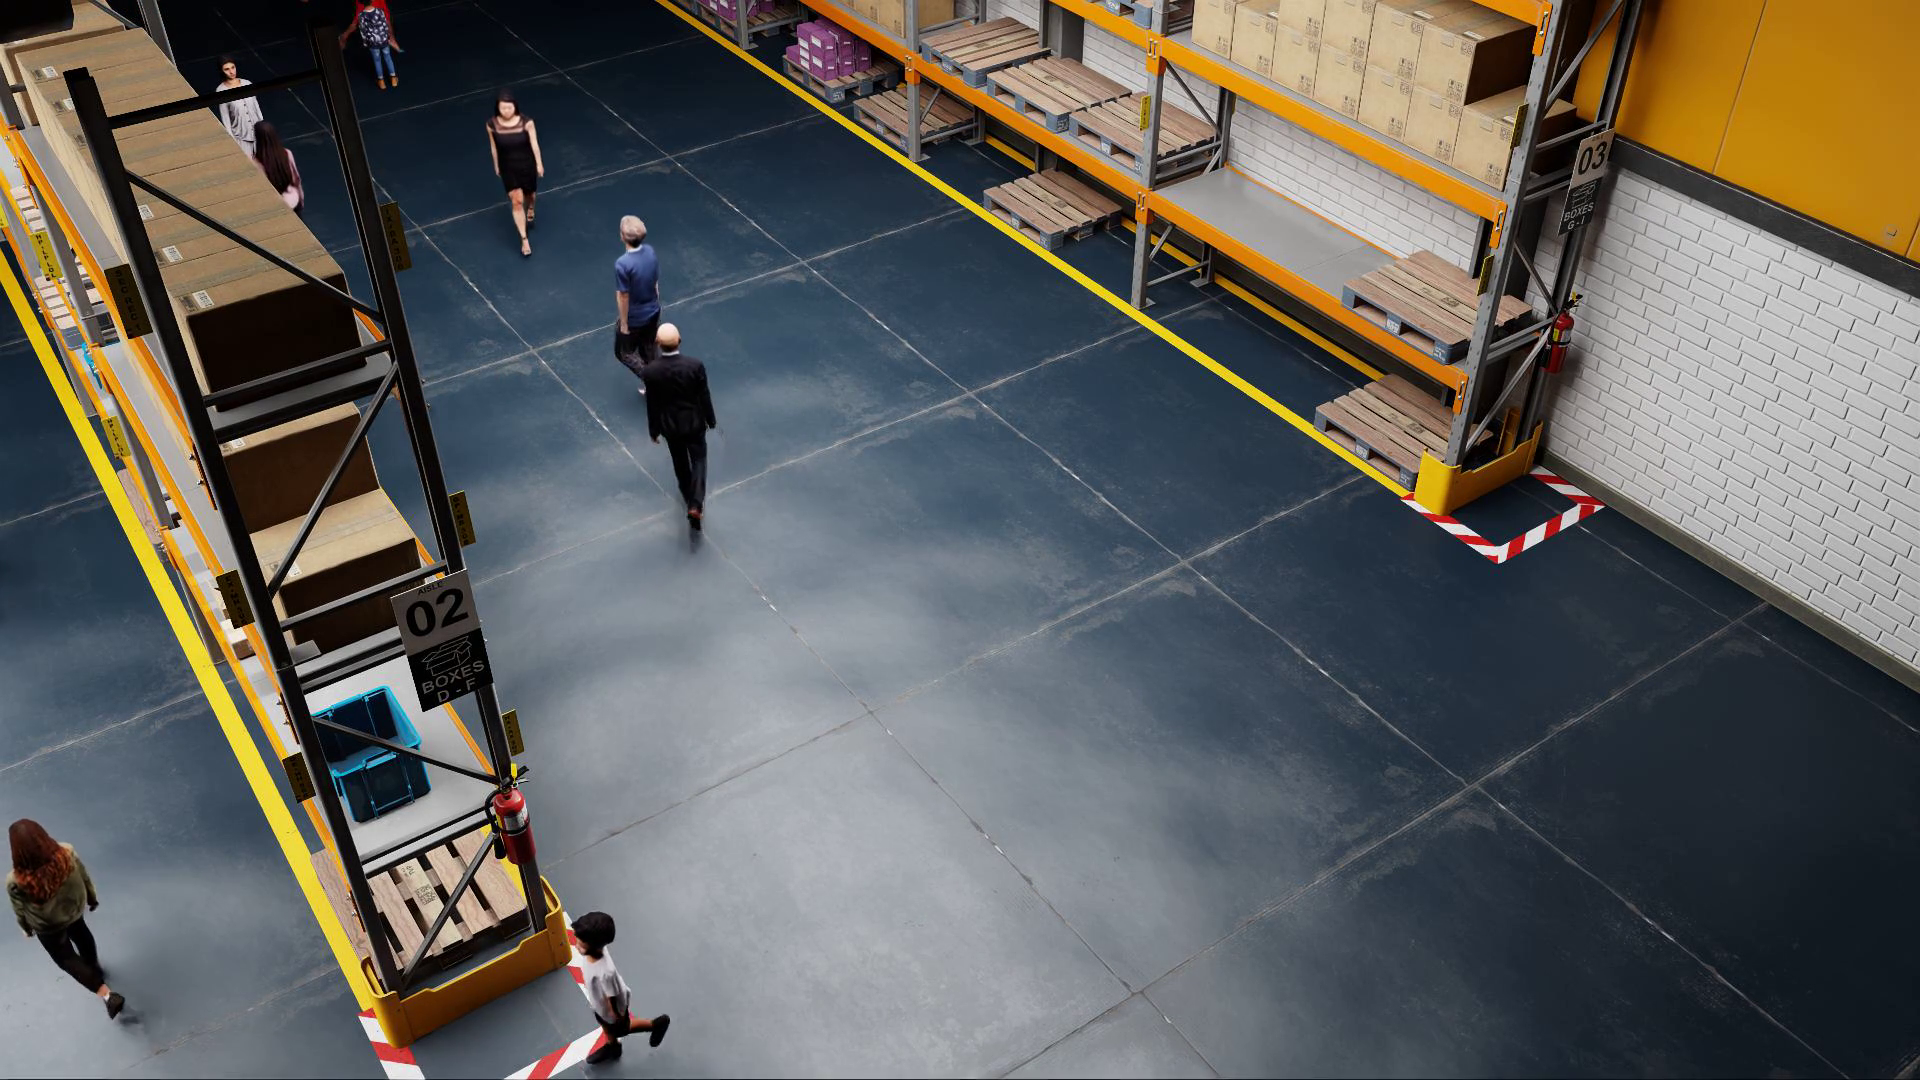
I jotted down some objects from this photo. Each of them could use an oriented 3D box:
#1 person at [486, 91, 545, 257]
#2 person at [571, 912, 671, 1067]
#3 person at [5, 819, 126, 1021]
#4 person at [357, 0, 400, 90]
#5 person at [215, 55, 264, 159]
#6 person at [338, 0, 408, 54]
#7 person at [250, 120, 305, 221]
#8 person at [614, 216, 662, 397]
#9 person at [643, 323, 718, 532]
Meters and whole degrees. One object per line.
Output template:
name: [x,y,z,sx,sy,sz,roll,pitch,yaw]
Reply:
person: [-4.546,-3.837,17.114,0.943,1.675,1.196,-7,39,-9]
person: [-1.948,2.542,9.468,0.597,1.248,0.695,-18,42,-21]
person: [-5.221,2.216,9.710,0.997,1.457,0.798,23,44,26]
person: [-7.147,-6.160,20.363,0.520,1.251,0.521,-17,41,-20]
person: [-7.534,-4.263,17.569,0.618,1.774,0.648,28,46,30]
person: [-7.564,-6.897,20.916,0.982,1.711,1.095,-3,39,-4]
person: [-6.544,-3.184,16.197,0.665,1.799,0.619,-28,46,-30]
person: [-2.744,-1.948,14.608,0.844,1.851,0.794,22,44,25]
person: [-2.225,-0.899,13.350,1.037,1.782,1.210,-3,39,-4]
